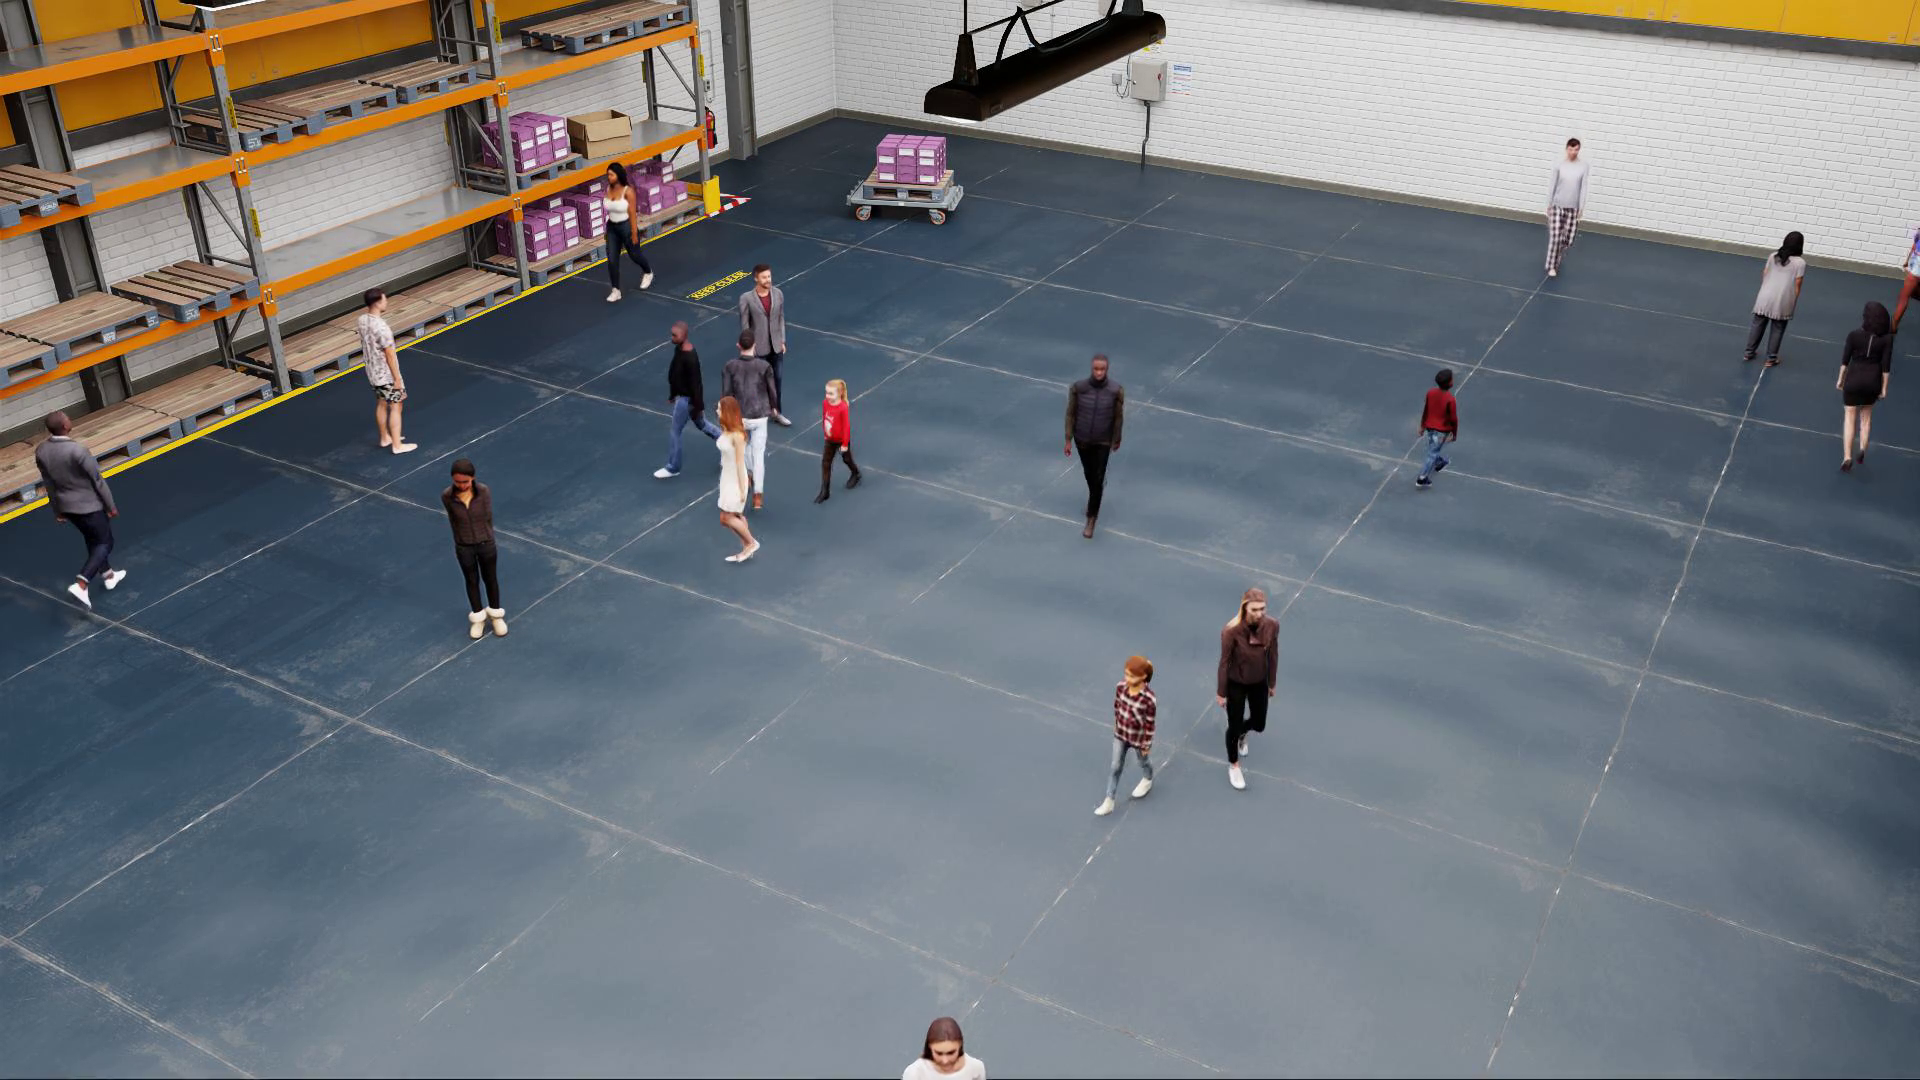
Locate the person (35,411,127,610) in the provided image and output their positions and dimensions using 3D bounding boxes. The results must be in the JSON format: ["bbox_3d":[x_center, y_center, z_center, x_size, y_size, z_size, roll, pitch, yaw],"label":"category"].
[{"bbox_3d":[-7.843,-0.255,14.775,0.880,1.800,1.093,7,29,12],"label":"person"}]

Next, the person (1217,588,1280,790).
[{"bbox_3d":[2.122,1.047,12.498,0.842,1.695,0.904,-6,29,-11],"label":"person"}]

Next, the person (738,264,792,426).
[{"bbox_3d":[-2.127,-2.108,18.093,0.718,1.876,0.839,-16,33,-27],"label":"person"}]

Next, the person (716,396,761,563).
[{"bbox_3d":[-2.002,-0.551,15.422,0.766,1.701,0.713,-11,31,-20],"label":"person"}]

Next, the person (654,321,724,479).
[{"bbox_3d":[-2.700,-1.454,17.075,1.230,1.703,1.091,-9,30,-17],"label":"person"}]

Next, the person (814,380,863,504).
[{"bbox_3d":[-1.192,-1.036,16.772,0.486,1.259,0.915,16,32,27],"label":"person"}]

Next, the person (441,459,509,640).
[{"bbox_3d":[-4.199,0.029,14.400,0.761,1.660,0.699,10,30,18],"label":"person"}]

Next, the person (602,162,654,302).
[{"bbox_3d":[-4.349,-4.051,21.760,0.692,1.776,1.150,13,31,22],"label":"person"}]

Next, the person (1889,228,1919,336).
[{"bbox_3d":[11.918,-3.335,20.507,0.898,1.719,1.068,4,29,7],"label":"person"}]

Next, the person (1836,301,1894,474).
[{"bbox_3d":[9.310,-1.538,17.149,0.683,1.780,0.713,14,32,25],"label":"person"}]

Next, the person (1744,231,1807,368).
[{"bbox_3d":[9.726,-2.884,19.803,0.769,1.602,0.727,-22,36,-35],"label":"person"}]

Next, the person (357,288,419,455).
[{"bbox_3d":[-6.109,-1.788,17.575,0.708,1.811,0.627,22,36,35],"label":"person"}]

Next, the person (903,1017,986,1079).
[{"bbox_3d":[-0.090,3.111,8.742,0.955,1.669,1.060,-5,29,-8],"label":"person"}]

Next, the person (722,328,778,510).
[{"bbox_3d":[-2.068,-1.160,16.430,1.073,1.805,1.253,-1,29,-3],"label":"person"}]

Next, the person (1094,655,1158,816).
[{"bbox_3d":[1.325,1.405,12.285,0.628,1.271,0.911,21,35,34],"label":"person"}]

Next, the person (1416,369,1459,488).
[{"bbox_3d":[4.838,-1.124,16.963,0.939,1.230,0.716,-21,35,-33],"label":"person"}]

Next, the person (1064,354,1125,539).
[{"bbox_3d":[1.307,-0.982,16.133,0.911,1.776,1.277,7,29,13],"label":"person"}]

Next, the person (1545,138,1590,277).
[{"bbox_3d":[8.238,-4.554,22.628,0.813,1.827,1.067,7,29,13],"label":"person"}]
